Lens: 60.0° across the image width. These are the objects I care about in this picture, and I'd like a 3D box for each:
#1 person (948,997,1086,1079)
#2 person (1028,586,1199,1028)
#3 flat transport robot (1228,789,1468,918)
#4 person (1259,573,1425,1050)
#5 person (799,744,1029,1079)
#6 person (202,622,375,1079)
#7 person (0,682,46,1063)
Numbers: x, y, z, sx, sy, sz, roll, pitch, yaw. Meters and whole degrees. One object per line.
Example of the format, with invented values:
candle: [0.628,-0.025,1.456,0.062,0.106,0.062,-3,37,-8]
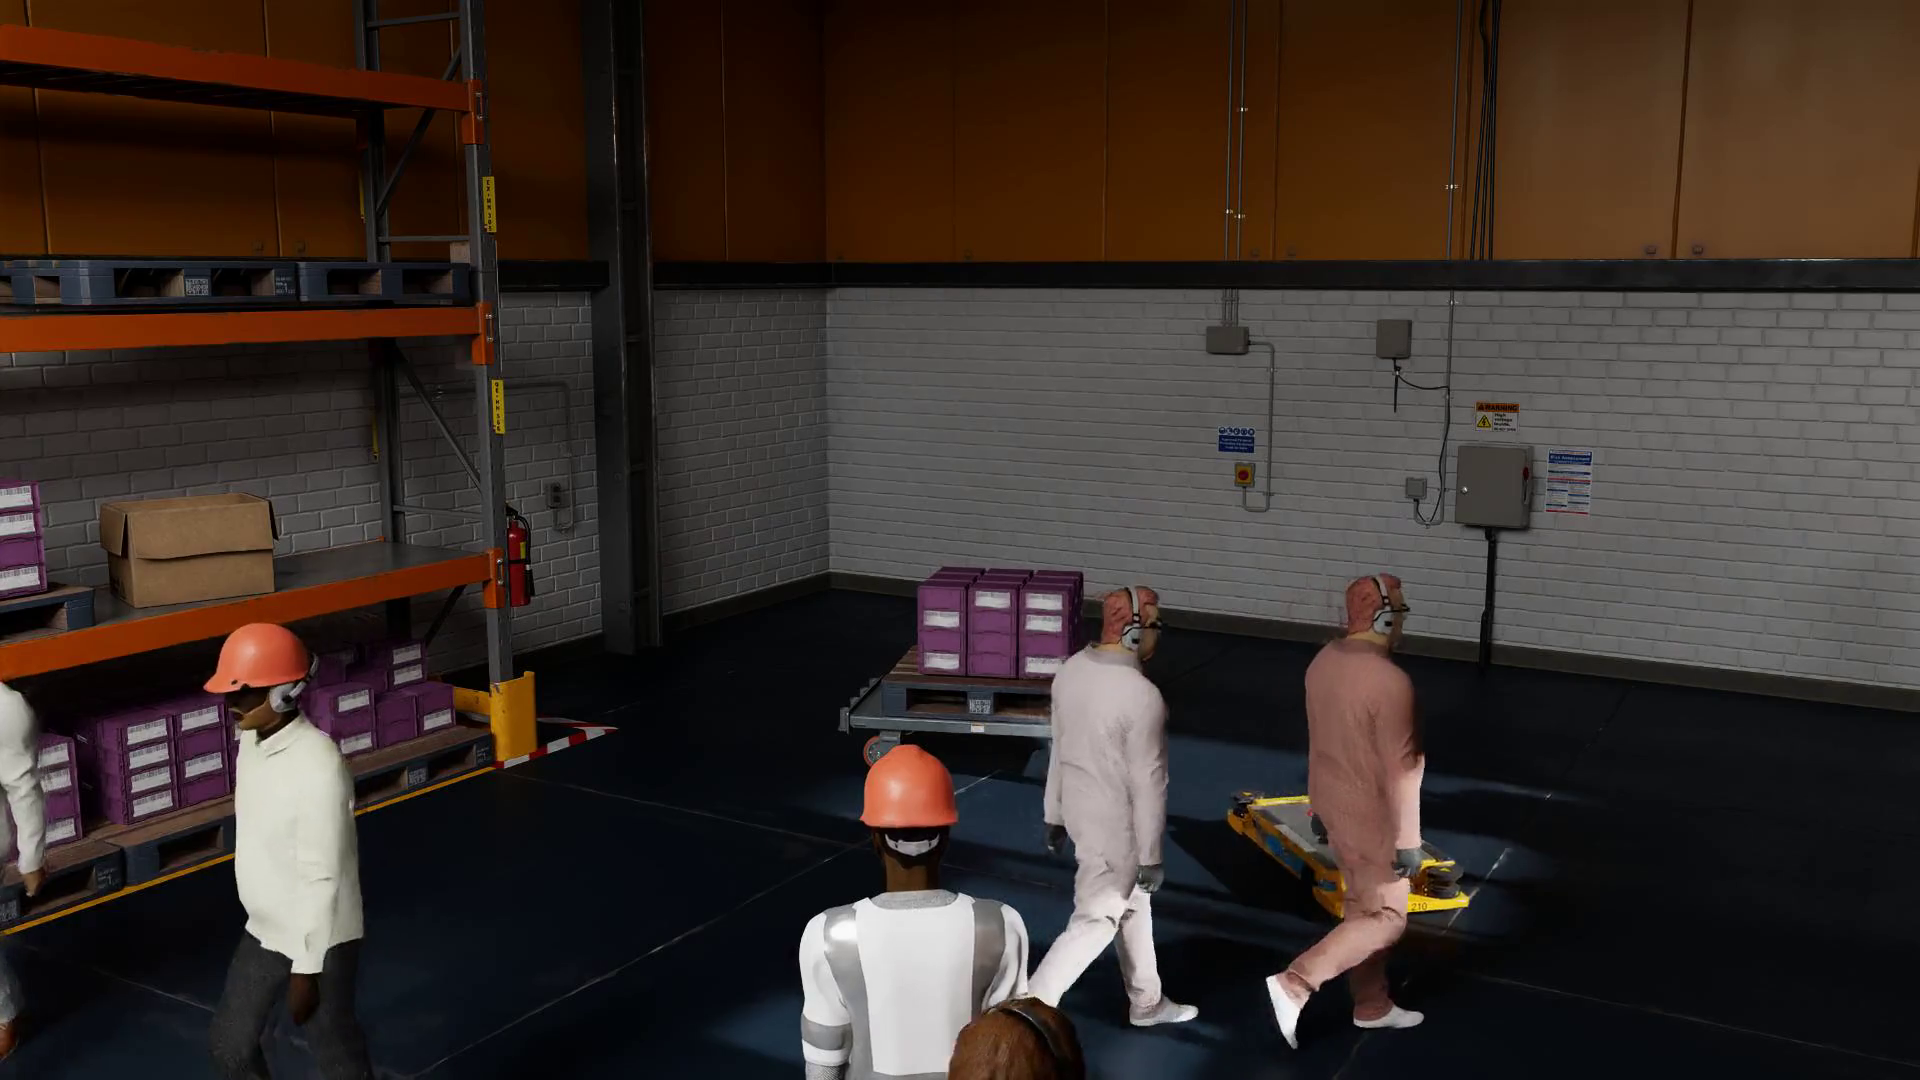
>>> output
person: [0.121,1.665,2.913,0.633,1.824,0.461,8,12,41]
person: [0.530,1.096,6.387,0.960,1.863,0.660,-4,10,-25]
flat transport robot: [1.928,1.551,8.445,0.652,0.197,1.431,-2,9,-12]
person: [1.516,1.065,6.449,0.716,1.889,0.656,-2,9,-12]
person: [-0.106,1.438,3.982,0.543,1.934,0.362,-1,9,-7]
person: [-2.147,1.232,5.128,0.654,1.970,0.704,8,12,43]
person: [-3.651,1.131,6.048,0.634,1.895,1.022,0,9,0]
